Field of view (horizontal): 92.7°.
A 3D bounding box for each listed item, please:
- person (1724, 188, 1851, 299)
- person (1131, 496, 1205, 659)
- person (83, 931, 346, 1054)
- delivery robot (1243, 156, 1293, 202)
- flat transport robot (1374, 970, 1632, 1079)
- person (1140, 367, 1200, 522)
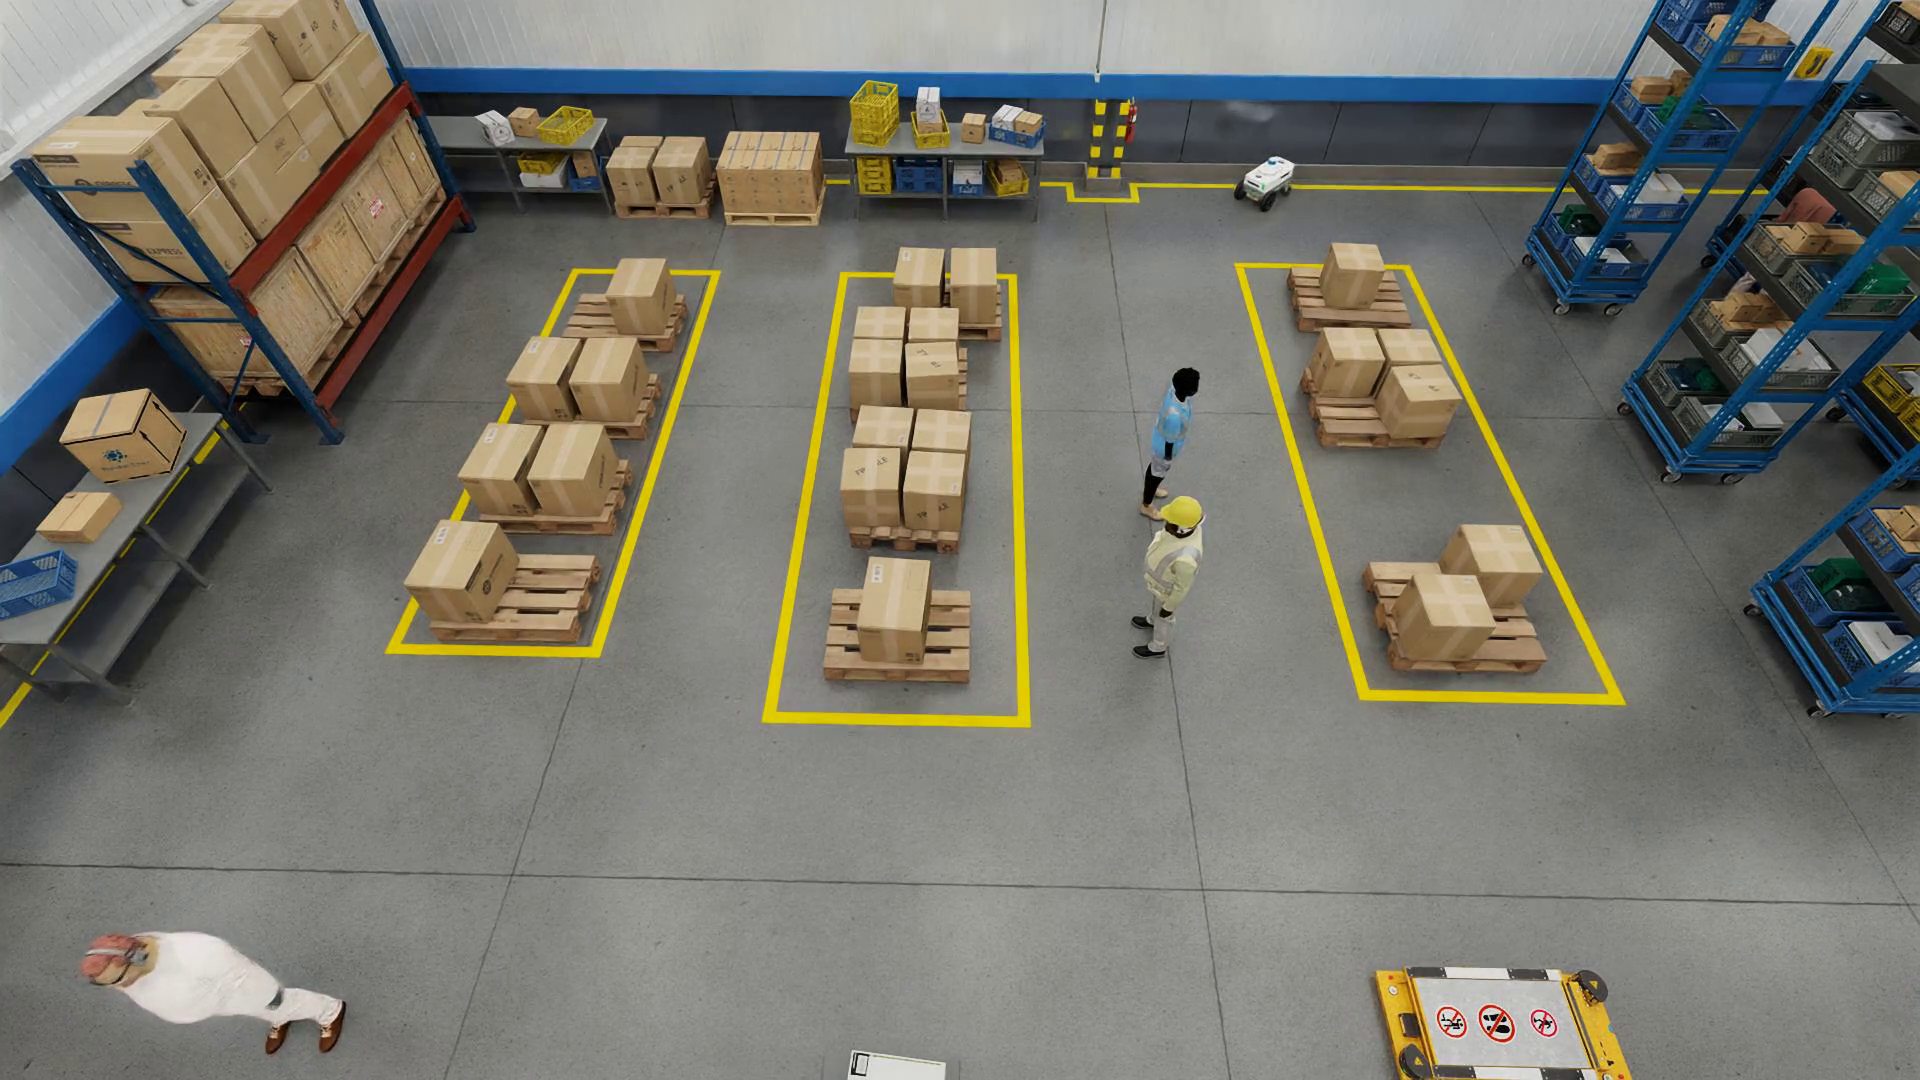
[{"bbox_3d":[8.996,-3.122,9.922,0.412,1.979,0.630,-19,53,-15],"label":"person"},{"bbox_3d":[1.629,0.300,7.222,0.404,1.830,0.602,5,51,4],"label":"person"},{"bbox_3d":[-4.278,2.619,5.295,0.655,1.900,0.397,0,51,0],"label":"person"},{"bbox_3d":[4.092,-4.828,12.158,0.707,0.478,0.477,-36,59,-26],"label":"delivery robot"},{"bbox_3d":[3.501,3.133,5.914,1.431,0.197,0.652,1,51,1],"label":"flat transport robot"},{"bbox_3d":[1.884,-0.881,8.271,0.318,1.695,0.540,10,52,8],"label":"person"}]
